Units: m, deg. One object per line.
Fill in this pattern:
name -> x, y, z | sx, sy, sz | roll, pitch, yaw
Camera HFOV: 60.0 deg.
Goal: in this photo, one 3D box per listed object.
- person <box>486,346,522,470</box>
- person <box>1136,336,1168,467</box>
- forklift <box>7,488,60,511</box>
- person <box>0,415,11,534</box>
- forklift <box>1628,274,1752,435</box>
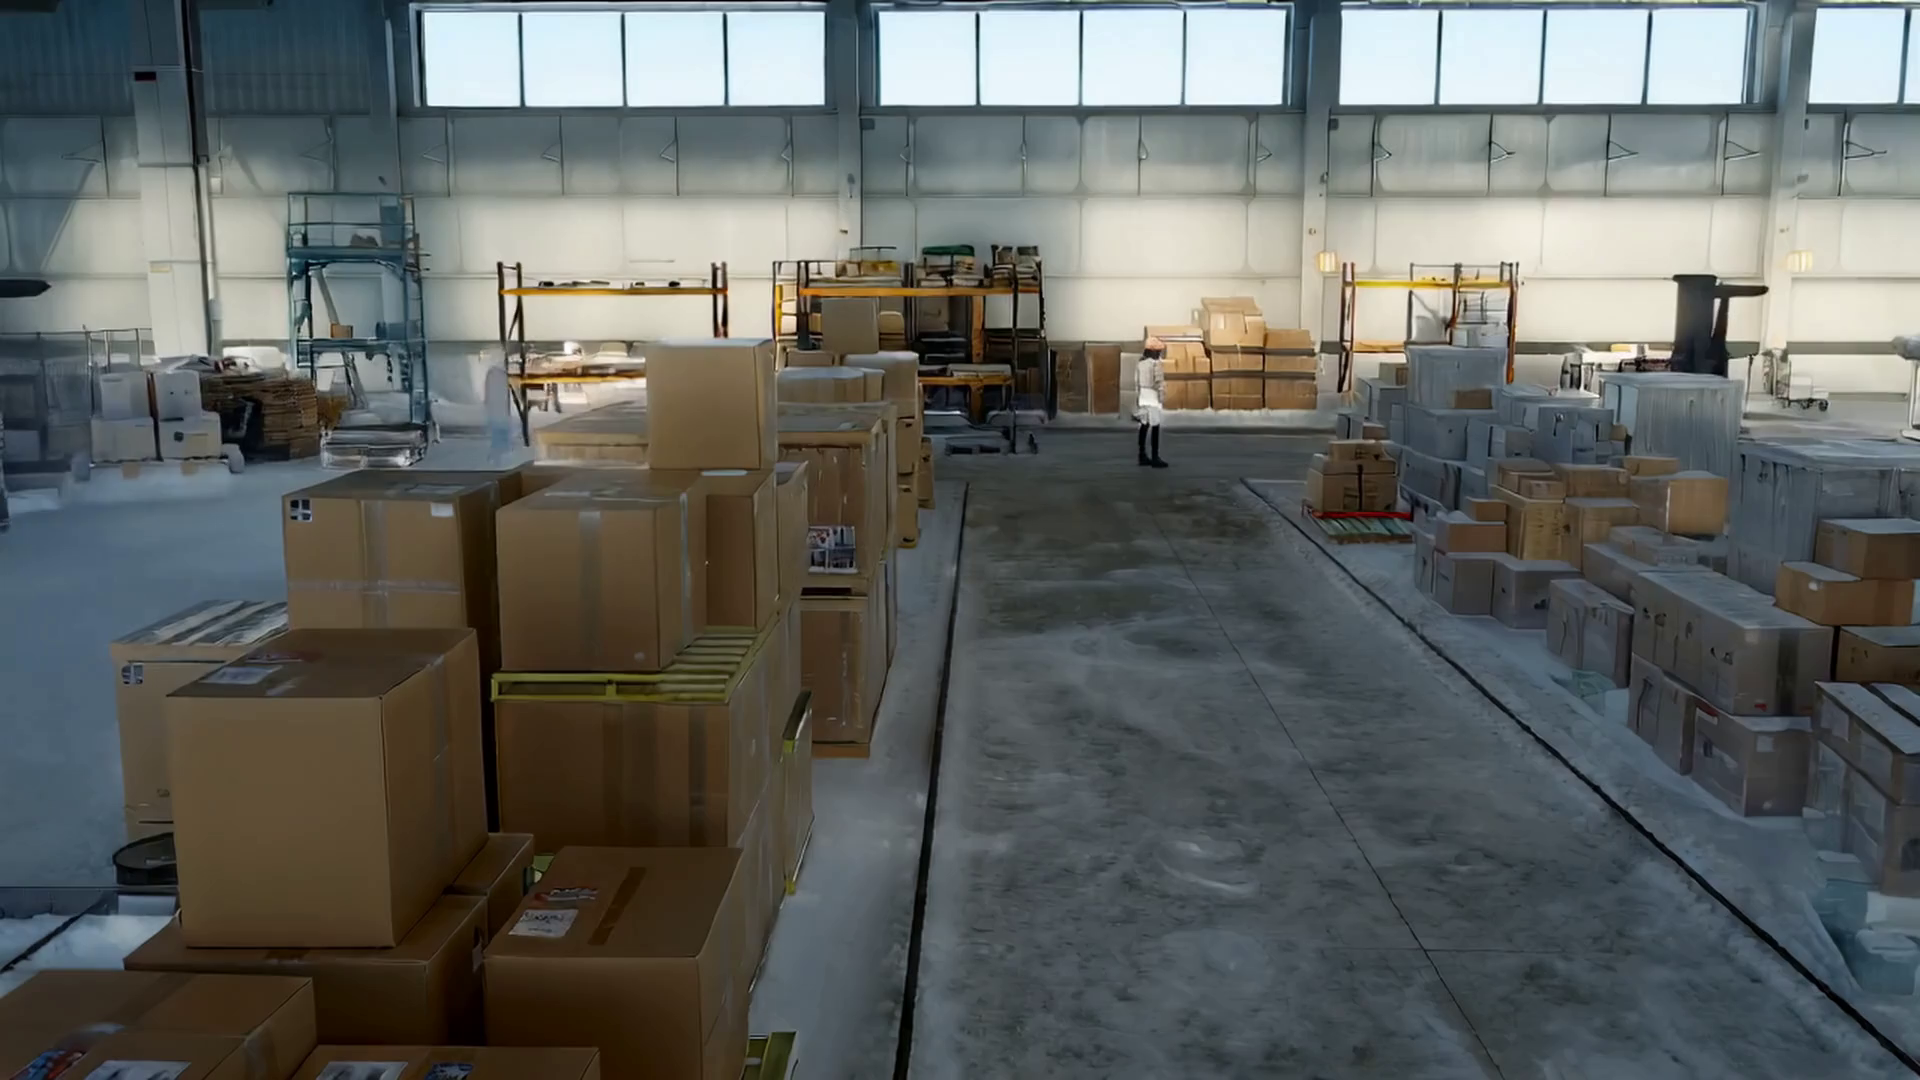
person -> -6.124, -1.646, 22.358 | 0.508, 1.921, 0.659 | -2, 10, -12
person -> 2.857, -2.049, 24.723 | 0.361, 1.939, 0.542 | -7, 12, -38
forklift -> -12.090, -1.749, 20.112 | 1.873, 2.768, 1.129 | -5, 11, -26
person -> -10.866, -0.993, 18.591 | 0.341, 1.881, 0.581 | -4, 10, -21
forklift -> 12.844, -3.275, 29.252 | 1.873, 2.768, 1.129 | 0, 9, 1
